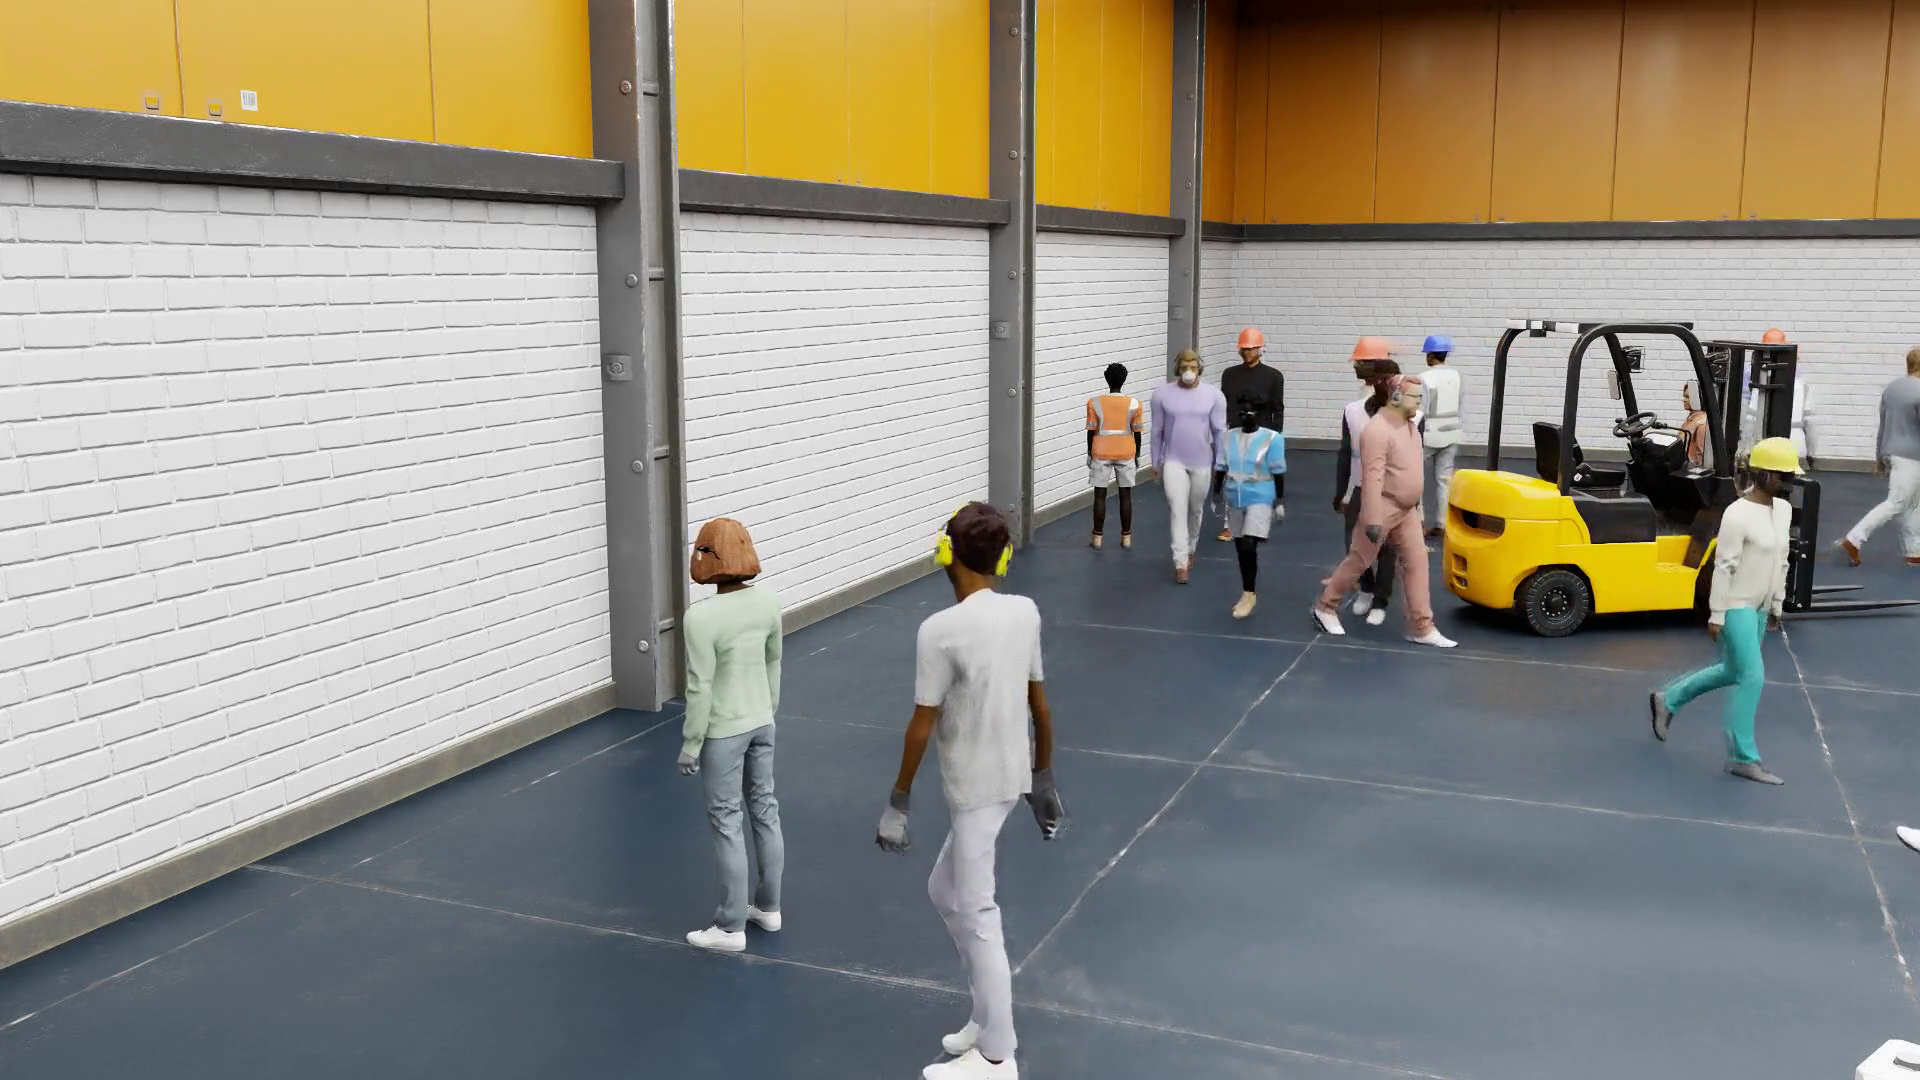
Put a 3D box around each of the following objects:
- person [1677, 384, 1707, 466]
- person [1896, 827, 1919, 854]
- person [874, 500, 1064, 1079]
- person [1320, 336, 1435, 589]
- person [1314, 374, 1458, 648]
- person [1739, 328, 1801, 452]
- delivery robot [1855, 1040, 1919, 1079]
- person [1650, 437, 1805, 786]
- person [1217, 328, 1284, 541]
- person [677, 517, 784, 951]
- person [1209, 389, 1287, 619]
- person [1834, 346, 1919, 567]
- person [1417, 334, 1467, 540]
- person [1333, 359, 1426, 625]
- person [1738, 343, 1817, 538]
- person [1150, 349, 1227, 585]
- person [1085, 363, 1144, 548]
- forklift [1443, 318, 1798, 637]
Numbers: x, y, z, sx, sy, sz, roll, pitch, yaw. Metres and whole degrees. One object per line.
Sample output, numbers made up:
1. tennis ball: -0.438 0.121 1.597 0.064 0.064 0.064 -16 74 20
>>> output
1. person: 5.862 -0.444 13.330 0.306 1.645 0.521 2 9 9
2. person: 4.458 0.518 6.787 0.615 1.865 0.946 -7 12 -38
3. person: 0.022 0.803 5.204 0.487 1.843 0.472 4 10 24
4. person: 3.312 -0.594 13.117 0.800 2.022 0.611 0 9 -2
5. person: 2.889 -0.217 11.360 1.027 1.853 0.657 9 13 42
6. person: 8.232 -1.188 16.958 0.551 1.932 0.377 4 10 22
7. delivery robot: 2.735 1.542 4.308 0.477 0.478 0.707 -9 13 -42
8. person: 3.907 0.317 8.478 0.520 1.736 0.760 -7 12 -35
9. person: 2.686 -0.964 15.421 0.612 1.994 0.394 4 10 25
10. person: -0.862 0.727 6.265 0.279 1.634 0.499 6 11 34
11. person: 2.053 -0.258 12.087 0.555 1.670 0.639 8 12 41
12. person: 7.926 -0.692 14.080 0.913 1.909 0.644 0 9 2
13. person: 4.416 -0.962 15.597 0.625 1.932 0.550 -4 10 -24
14. person: 2.998 -0.344 11.908 0.639 1.910 0.422 5 11 28
15. person: 7.284 -0.817 14.906 0.632 1.863 1.013 -2 10 -12
16. person: 1.880 -0.632 13.726 0.640 1.899 1.012 1 9 5
17. person: 1.401 -0.759 15.109 0.531 1.690 0.319 0 9 -1
18. forklift: 4.706 -0.497 11.990 2.313 2.155 1.214 -2 10 -10
